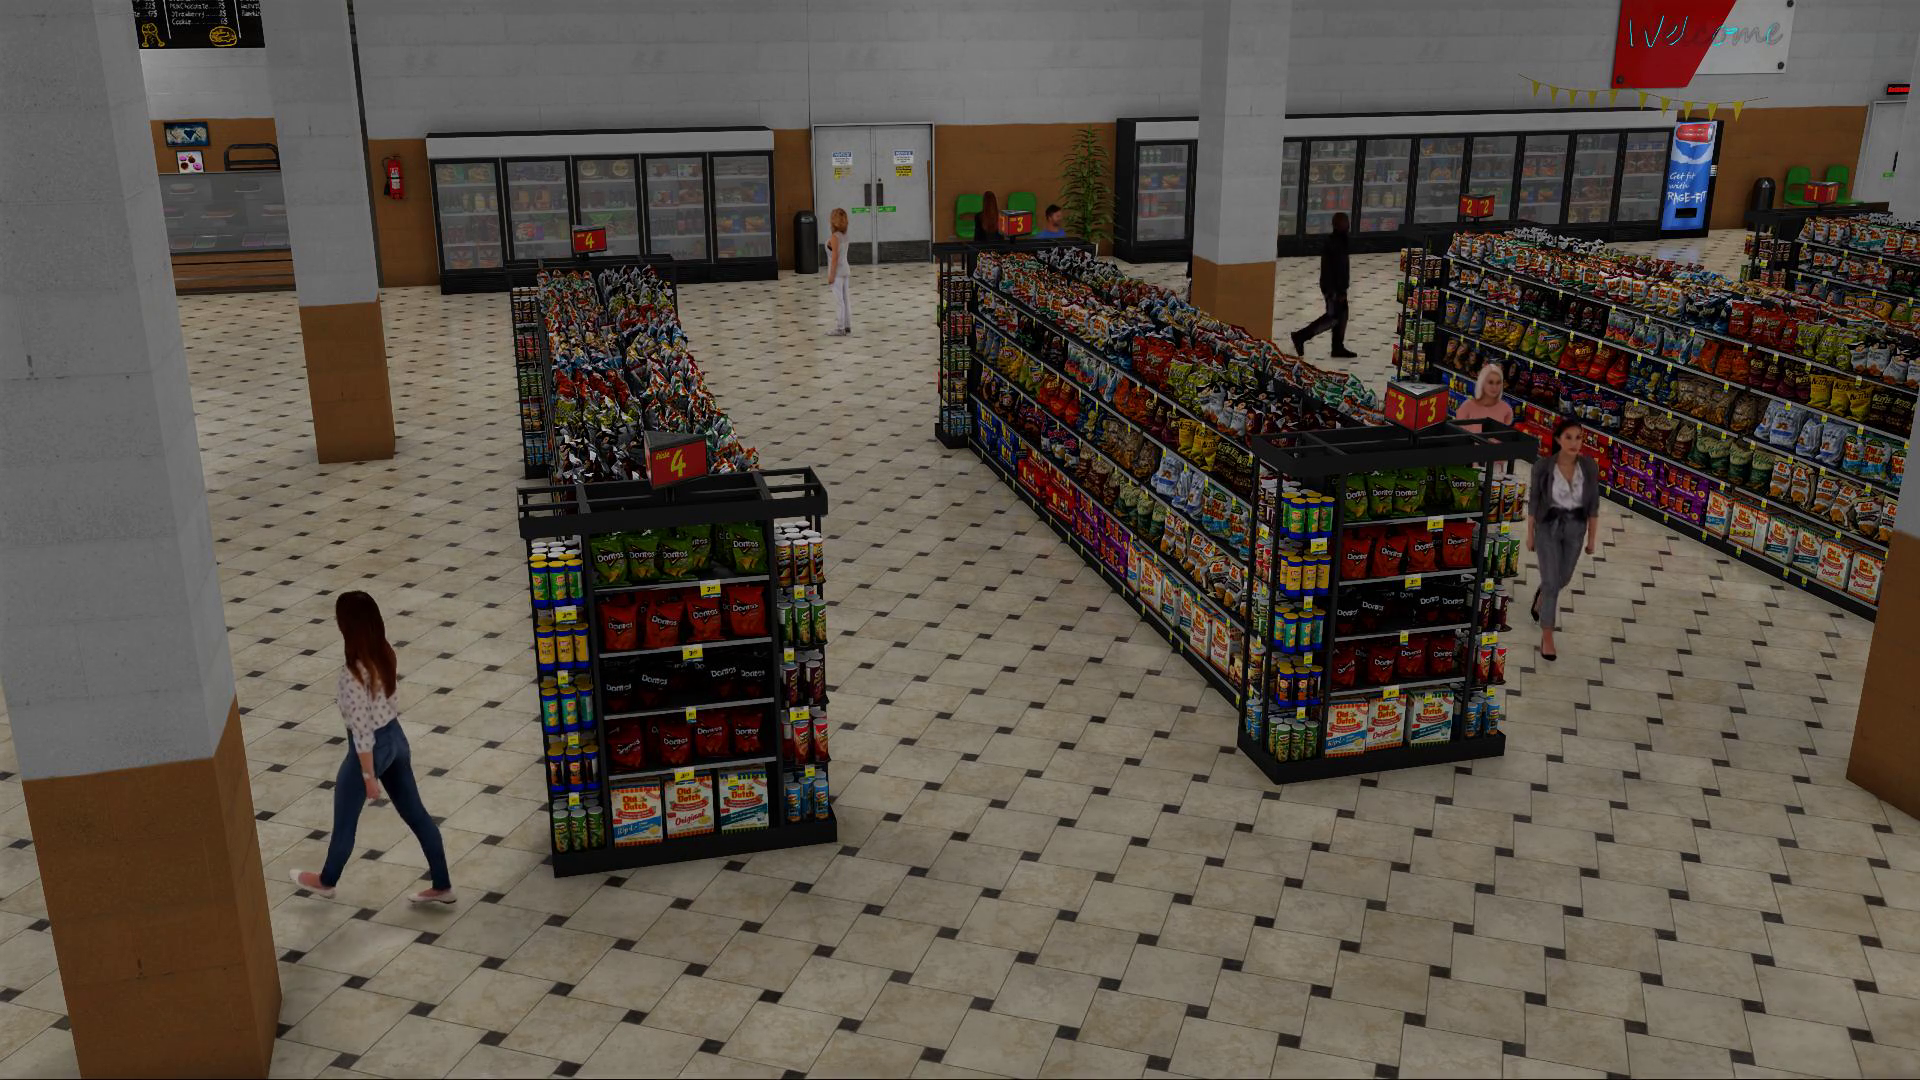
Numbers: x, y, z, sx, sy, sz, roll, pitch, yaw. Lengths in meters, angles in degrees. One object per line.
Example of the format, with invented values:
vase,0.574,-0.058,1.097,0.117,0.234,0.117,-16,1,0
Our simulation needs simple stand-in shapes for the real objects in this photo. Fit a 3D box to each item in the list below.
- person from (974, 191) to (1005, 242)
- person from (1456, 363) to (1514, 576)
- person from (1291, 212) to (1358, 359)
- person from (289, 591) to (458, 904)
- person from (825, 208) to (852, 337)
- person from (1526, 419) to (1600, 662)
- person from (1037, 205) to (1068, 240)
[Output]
person,0.409,-4.065,23.462,0.601,1.703,0.535,-3,19,-9
person,4.044,-0.566,13.067,0.673,1.715,0.684,1,19,3
person,4.495,-3.102,20.455,1.011,1.800,1.115,2,19,7
person,-2.813,1.074,8.244,0.999,1.688,1.105,4,19,13
person,-1.588,-3.540,21.954,0.744,1.671,0.653,7,20,19
person,4.164,-0.037,11.603,0.851,1.648,1.132,1,19,3
person,1.108,-3.275,20.927,1.284,1.826,1.104,15,24,38
